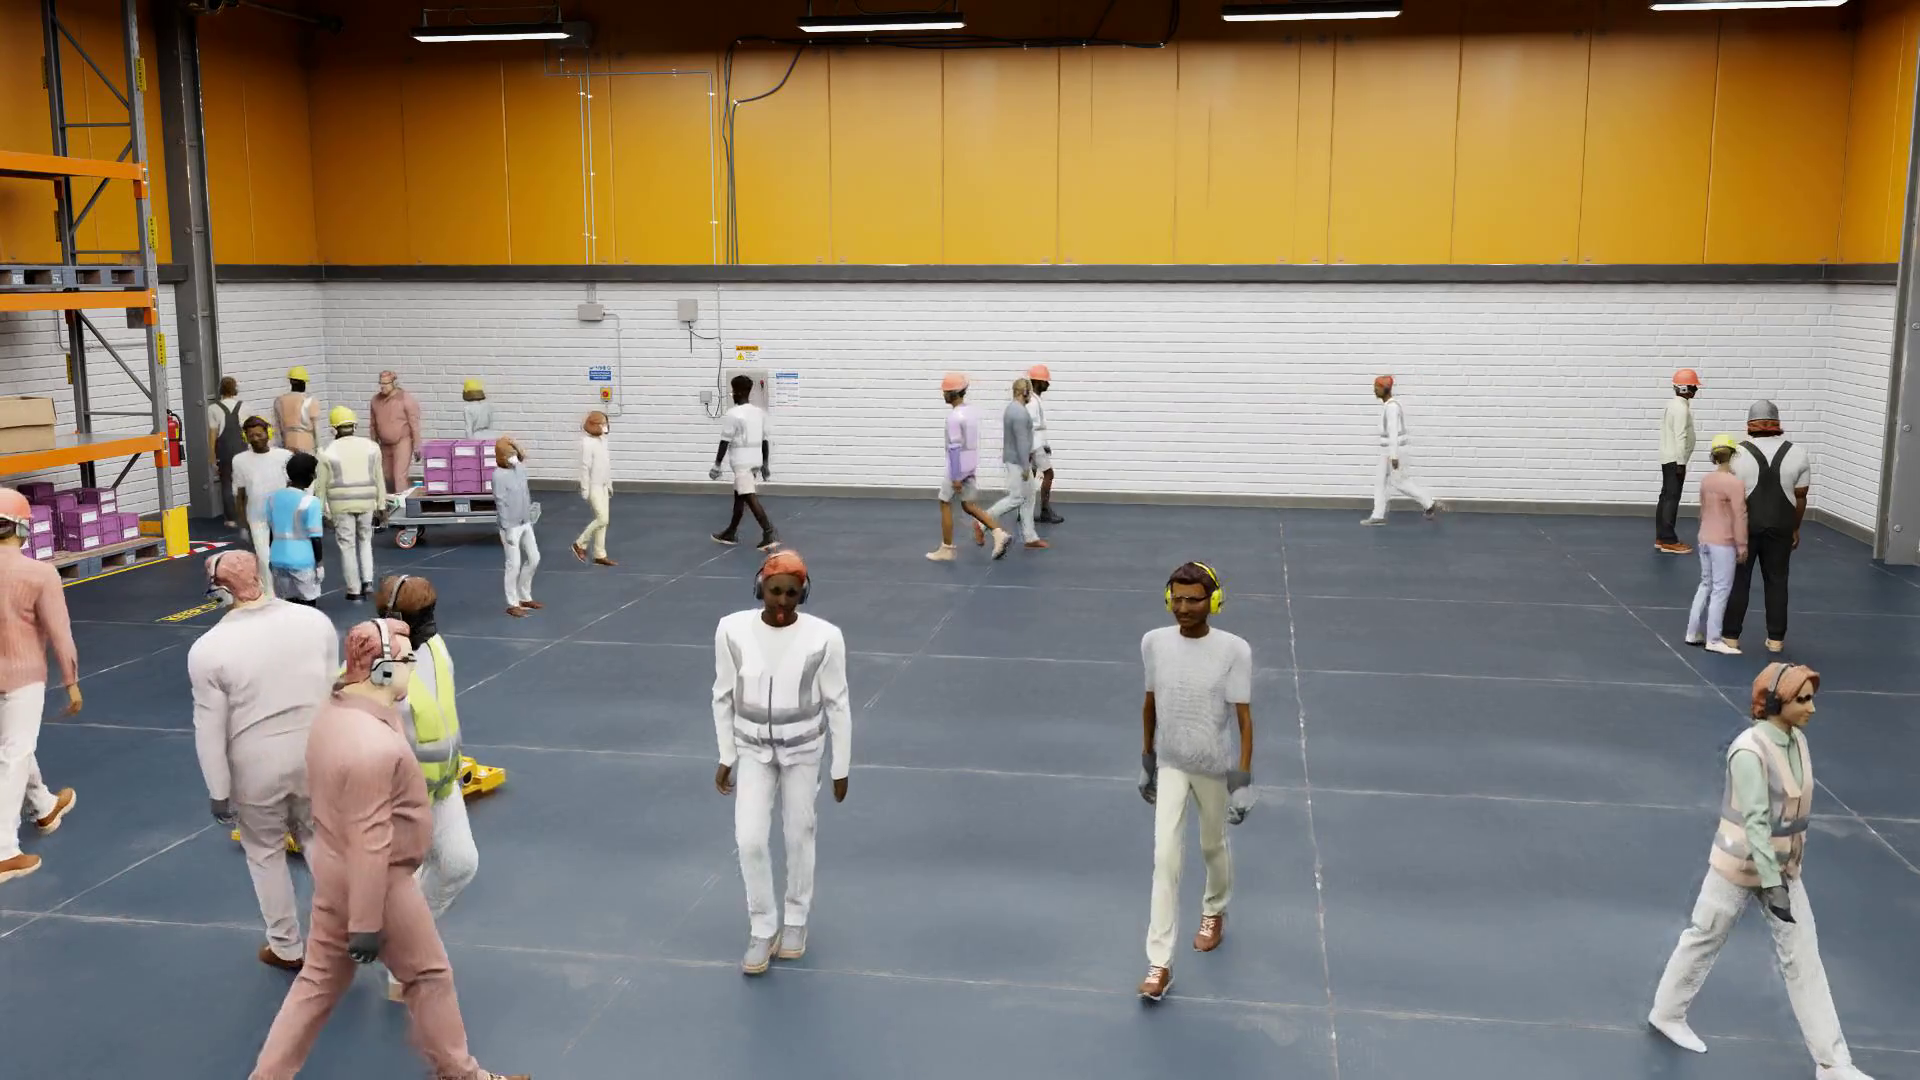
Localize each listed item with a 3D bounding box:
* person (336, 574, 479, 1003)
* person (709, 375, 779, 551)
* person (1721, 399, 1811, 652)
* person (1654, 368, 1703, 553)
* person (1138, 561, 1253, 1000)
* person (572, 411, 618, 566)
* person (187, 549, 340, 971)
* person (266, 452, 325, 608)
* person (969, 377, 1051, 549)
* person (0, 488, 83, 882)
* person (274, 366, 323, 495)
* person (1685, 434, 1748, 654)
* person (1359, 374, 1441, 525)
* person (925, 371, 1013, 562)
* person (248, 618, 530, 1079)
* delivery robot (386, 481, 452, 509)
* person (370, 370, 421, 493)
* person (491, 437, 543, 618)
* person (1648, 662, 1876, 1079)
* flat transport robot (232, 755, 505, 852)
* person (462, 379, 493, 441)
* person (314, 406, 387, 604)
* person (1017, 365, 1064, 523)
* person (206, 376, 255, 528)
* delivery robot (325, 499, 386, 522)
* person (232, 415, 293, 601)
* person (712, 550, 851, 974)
[{"bbox_3d":[-2.265,1.035,6.835,0.439,1.827,0.641,3,10,18],"label":"person"},{"bbox_3d":[-2.344,-0.847,18.244,1.025,1.922,0.625,6,11,31],"label":"person"},{"bbox_3d":[6.386,-0.125,13.345,0.676,2.000,0.536,2,9,10],"label":"person"},{"bbox_3d":[7.799,-0.864,18.070,0.391,1.995,0.613,2,9,14],"label":"person"},{"bbox_3d":[1.009,0.984,7.156,0.542,1.819,0.973,4,10,22],"label":"person"},{"bbox_3d":[-3.738,-0.525,17.113,0.386,1.619,0.518,2,9,11],"label":"person"},{"bbox_3d":[-2.868,0.969,7.073,0.595,1.876,0.710,8,12,42],"label":"person"},{"bbox_3d":[-5.060,0.182,12.558,0.569,1.673,0.539,5,10,26],"label":"person"},{"bbox_3d":[0.554,-0.828,18.177,0.837,1.896,0.656,-1,9,-4],"label":"person"},{"bbox_3d":[-4.871,0.699,8.599,0.650,1.922,1.066,1,9,4],"label":"person"},{"bbox_3d":[-7.951,-1.145,20.074,0.611,1.907,0.437,1,9,9],"label":"person"},{"bbox_3d":[6.045,0.042,13.260,0.329,1.741,0.562,-1,9,-5],"label":"person"},{"bbox_3d":[5.276,-1.061,19.828,0.859,1.843,0.589,1,9,4],"label":"person"},{"bbox_3d":[0.084,-0.748,17.312,0.859,2.017,0.618,4,10,26],"label":"person"},{"bbox_3d":[-2.088,1.187,5.789,0.993,1.857,0.656,-6,11,-35],"label":"person"},{"bbox_3d":[-6.401,-0.457,19.708,0.707,0.478,0.477,-8,12,-42],"label":"delivery robot"},{"bbox_3d":[-6.837,-1.152,20.267,0.663,1.871,0.742,3,10,18],"label":"person"},{"bbox_3d":[-3.910,-0.113,14.657,0.297,1.605,0.638,3,10,16],"label":"person"},{"bbox_3d":[3.033,1.243,6.253,0.507,1.590,0.882,-6,11,-35],"label":"person"},{"bbox_3d":[-3.257,1.415,9.263,0.652,0.197,1.431,4,10,23],"label":"flat transport robot"},{"bbox_3d":[-6.085,-1.182,20.979,0.878,1.697,0.479,7,11,36],"label":"person"},{"bbox_3d":[-5.606,-0.324,15.277,0.618,1.809,0.501,-7,11,-36],"label":"person"},{"bbox_3d":[1.016,-1.149,20.110,0.722,1.914,0.546,0,9,3],"label":"person"},{"bbox_3d":[-8.561,-1.018,19.579,0.530,1.823,0.697,-6,11,-34],"label":"person"},{"bbox_3d":[-7.072,-0.407,19.399,0.707,0.478,0.477,-3,10,-20],"label":"delivery robot"},{"bbox_3d":[-5.925,-0.166,14.251,0.518,1.843,0.653,-5,10,-27],"label":"person"},{"bbox_3d":[-0.775,0.956,7.206,0.605,1.855,0.645,1,9,6],"label":"person"}]
